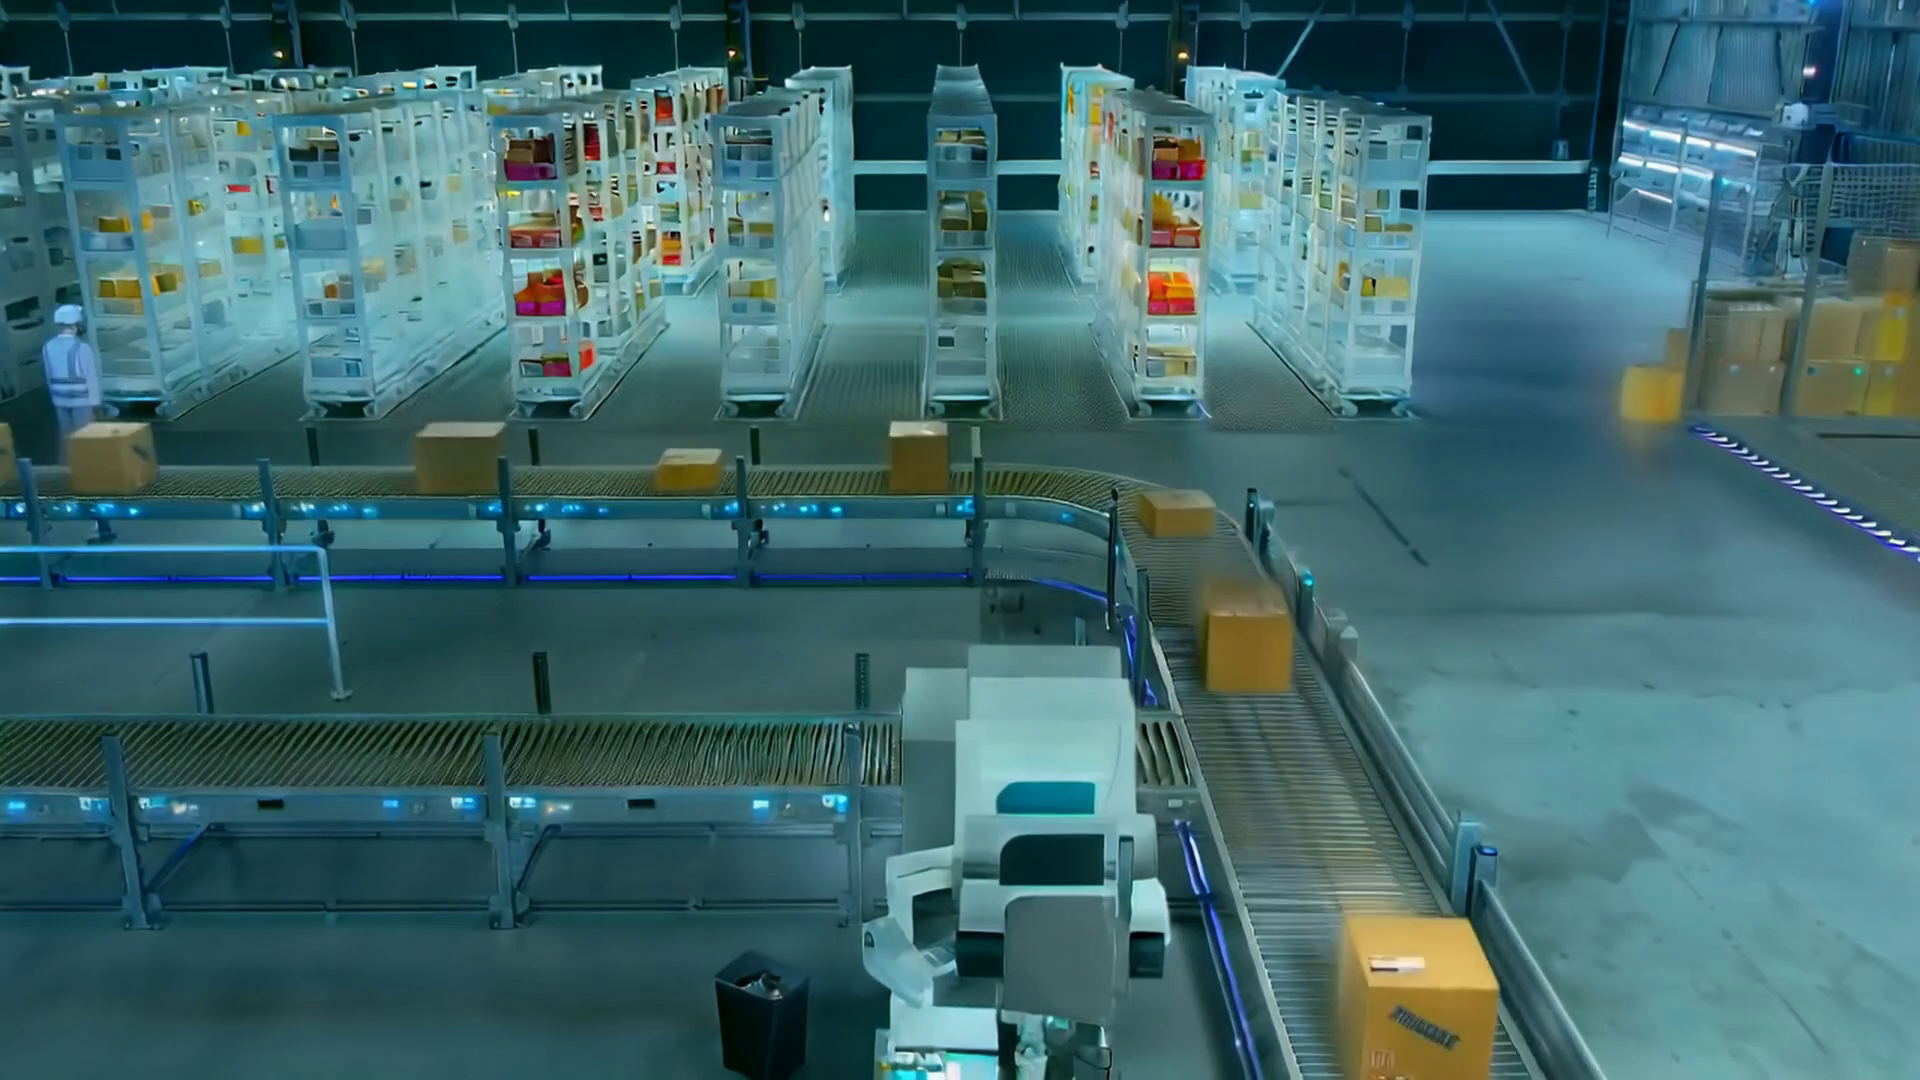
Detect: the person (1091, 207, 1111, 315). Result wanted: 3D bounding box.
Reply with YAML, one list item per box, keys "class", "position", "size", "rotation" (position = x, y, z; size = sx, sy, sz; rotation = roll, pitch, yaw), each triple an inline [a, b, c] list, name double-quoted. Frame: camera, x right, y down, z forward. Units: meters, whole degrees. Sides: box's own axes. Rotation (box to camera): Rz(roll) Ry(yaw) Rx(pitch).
- class: "person"
  position: [2.341, -4.486, 26.494]
  size: [0.563, 1.837, 0.383]
  rotation: [8, 20, 24]

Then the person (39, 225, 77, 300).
- class: "person"
  position: [-14.456, -4.523, 26.628]
  size: [0.690, 1.815, 0.600]
  rotation: [-4, 19, -13]

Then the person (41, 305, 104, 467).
- class: "person"
  position: [-8.967, -1.417, 16.890]
  size: [0.623, 1.935, 0.436]
  rotation: [8, 19, 22]
